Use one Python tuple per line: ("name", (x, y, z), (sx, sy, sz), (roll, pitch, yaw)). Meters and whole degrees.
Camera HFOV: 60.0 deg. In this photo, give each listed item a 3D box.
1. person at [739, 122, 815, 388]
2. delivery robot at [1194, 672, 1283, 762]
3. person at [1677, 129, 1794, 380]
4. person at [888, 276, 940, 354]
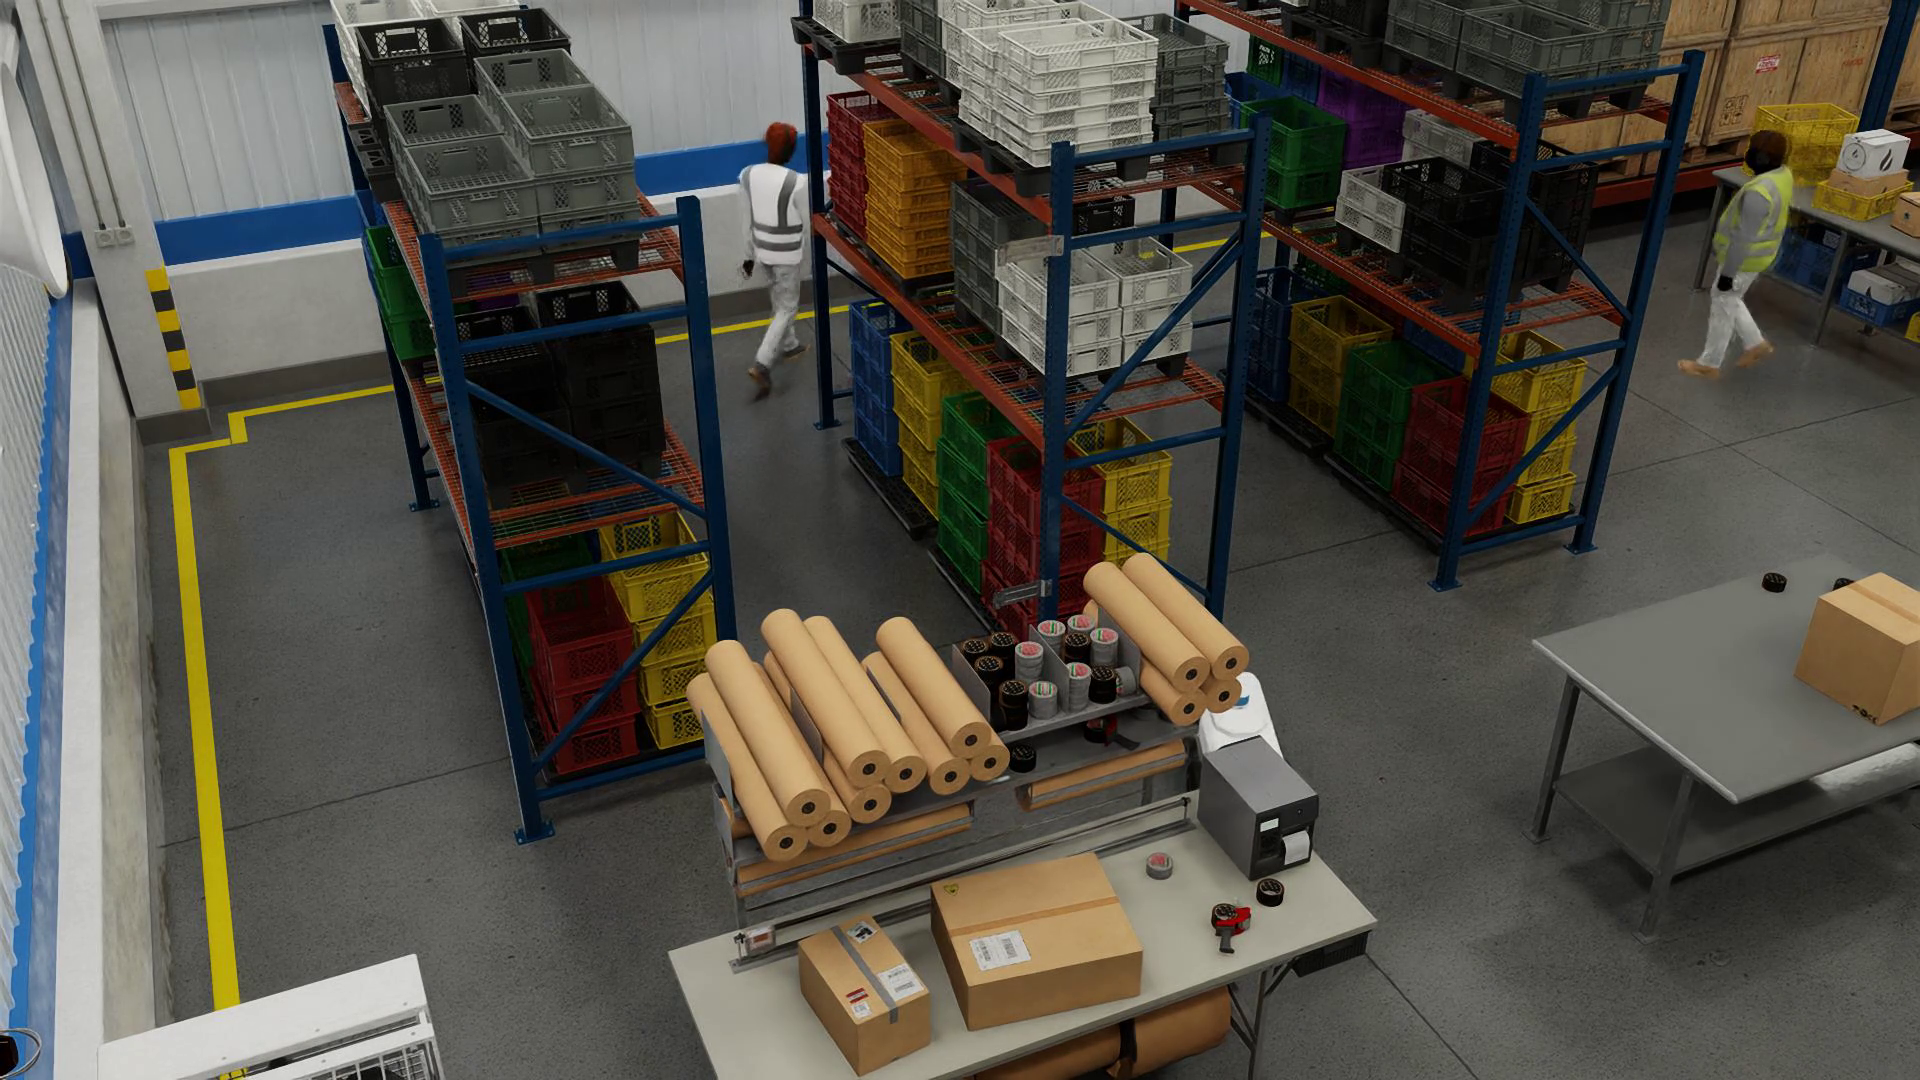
("person", (-1.308, -1.996, 11.686), (0.575, 1.859, 0.838), (21, 37, 30))
("delivery robot", (1.338, 0.925, 8.087), (0.477, 0.478, 0.707), (-1, 32, -1))
("person", (5.518, -1.970, 11.668), (0.493, 1.828, 0.647), (21, 38, 31))
("person", (-0.282, -1.968, 11.589), (0.501, 1.904, 0.652), (10, 33, 16))
